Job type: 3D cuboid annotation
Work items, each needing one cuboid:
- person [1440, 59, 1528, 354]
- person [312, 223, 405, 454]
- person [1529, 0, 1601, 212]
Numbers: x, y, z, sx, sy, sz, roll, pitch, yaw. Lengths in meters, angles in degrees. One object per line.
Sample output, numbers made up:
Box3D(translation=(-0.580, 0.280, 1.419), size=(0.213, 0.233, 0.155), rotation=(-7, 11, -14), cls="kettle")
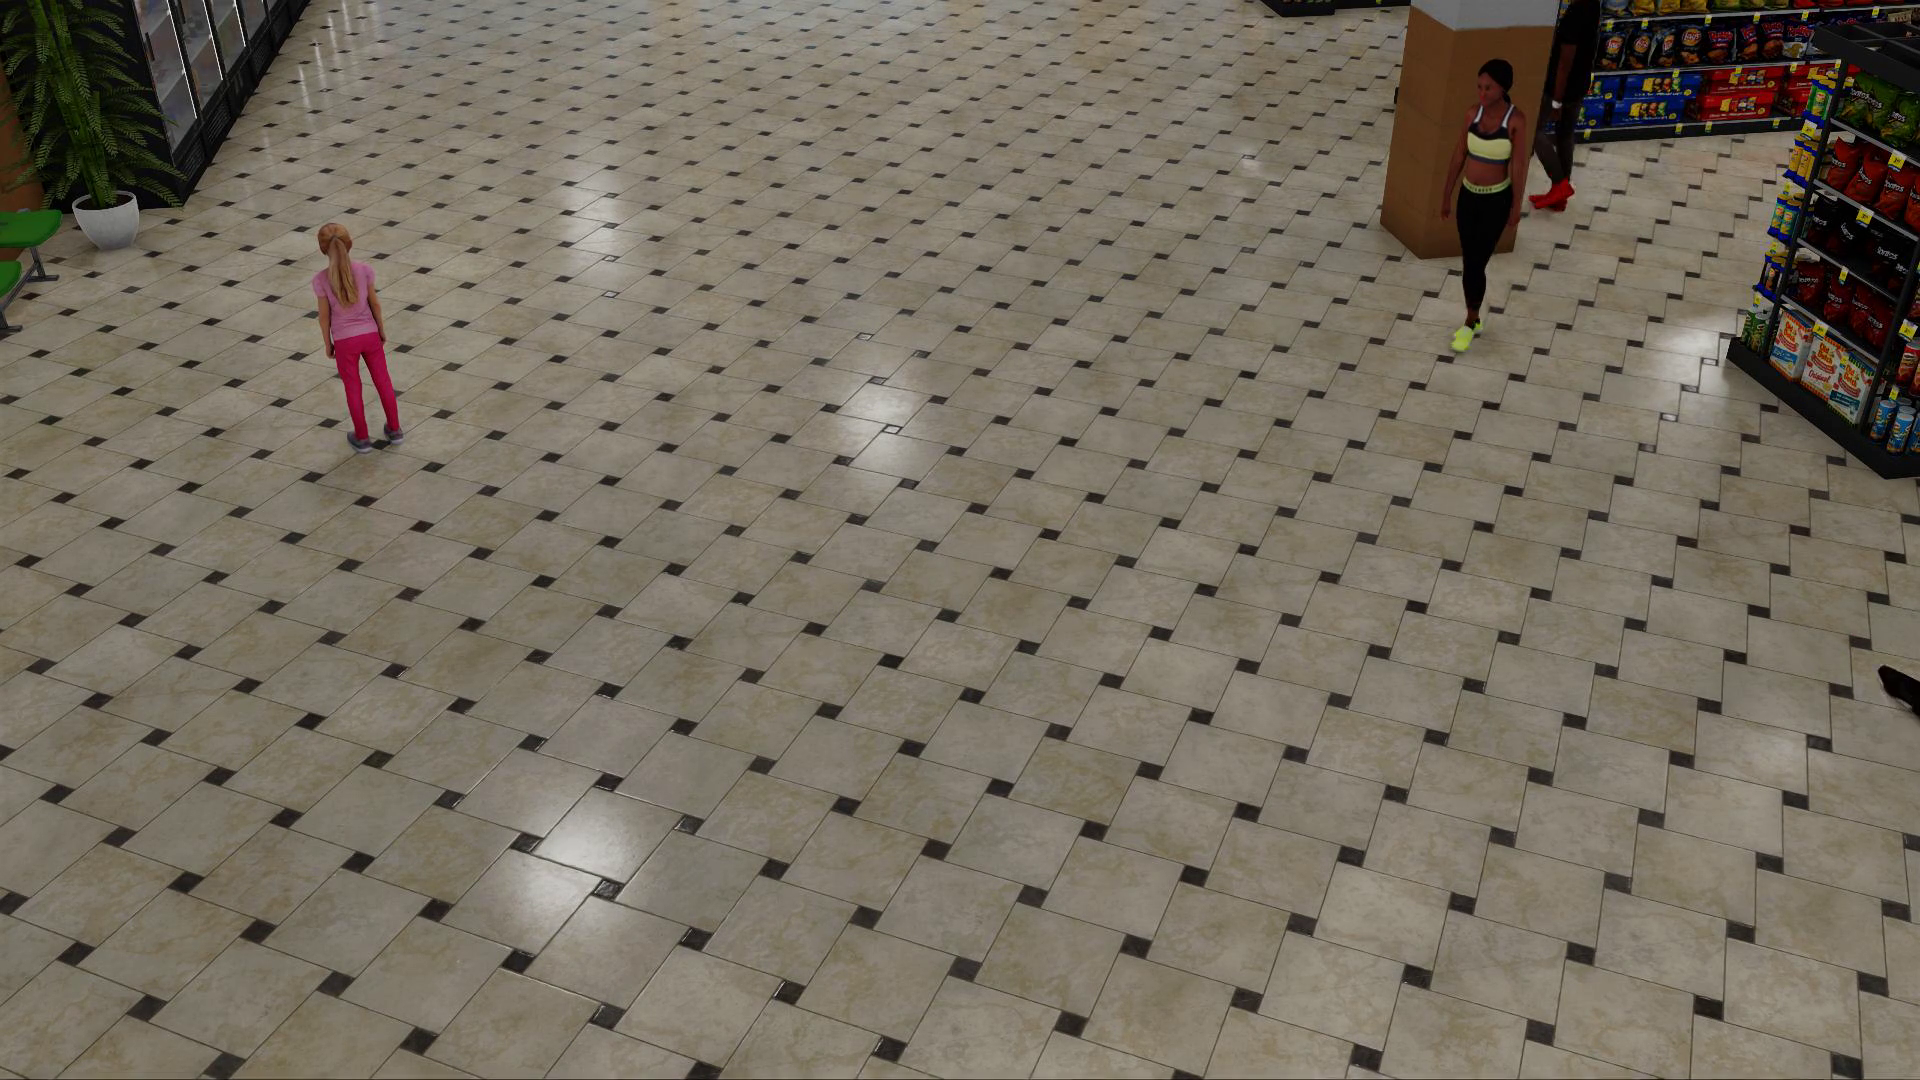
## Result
Box3D(translation=(3.172, -2.016, 9.937), size=(0.753, 1.737, 0.820), rotation=(27, 41, 36), cls="person")
Box3D(translation=(-3.226, -1.087, 8.886), size=(0.513, 1.269, 0.605), rotation=(-19, 36, -27), cls="person")
Box3D(translation=(4.363, -3.166, 11.734), size=(0.800, 1.791, 0.879), rotation=(-27, 41, -36), cls="person")
